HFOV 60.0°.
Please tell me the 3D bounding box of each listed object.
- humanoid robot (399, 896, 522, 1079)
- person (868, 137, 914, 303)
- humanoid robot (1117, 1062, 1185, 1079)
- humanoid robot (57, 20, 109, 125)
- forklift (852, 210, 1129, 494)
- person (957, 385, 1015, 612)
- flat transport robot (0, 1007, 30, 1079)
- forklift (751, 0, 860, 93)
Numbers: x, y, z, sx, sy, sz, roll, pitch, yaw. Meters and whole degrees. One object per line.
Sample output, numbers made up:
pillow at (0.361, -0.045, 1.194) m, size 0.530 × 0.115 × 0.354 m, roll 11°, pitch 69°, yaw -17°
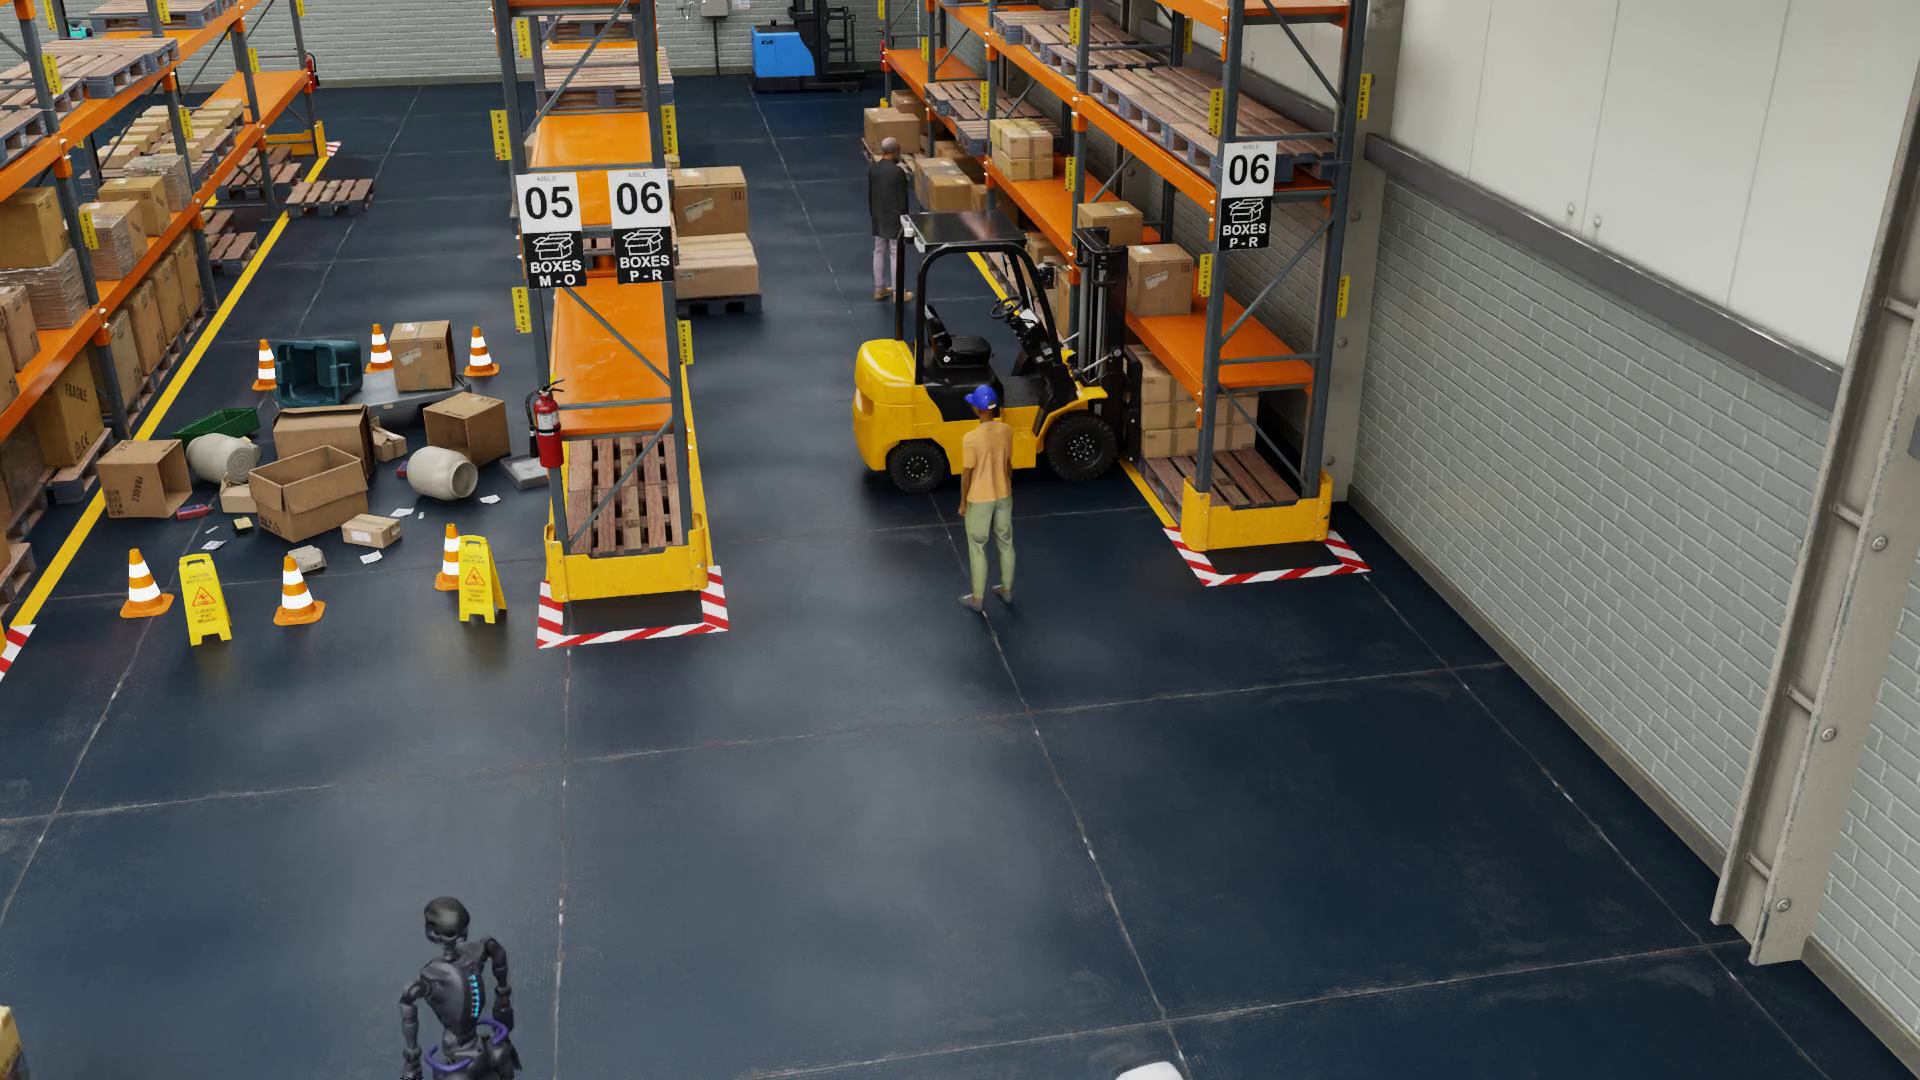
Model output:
humanoid robot at (-2.113, 2.207, 6.942) m, size 0.623 × 1.635 × 0.622 m, roll 16°, pitch 30°, yaw 30°
person at (-0.801, -3.621, 18.837) m, size 0.545 × 1.854 × 0.405 m, roll 19°, pitch 32°, yaw 35°
humanoid robot at (0.491, 2.503, 6.290) m, size 0.547 × 1.720 × 1.077 m, roll -14°, pitch 29°, yaw -27°
humanoid robot at (-14.416, -7.660, 27.512) m, size 0.543 × 1.879 × 0.756 m, roll -22°, pitch 33°, yaw -38°
forklift at (0.216, -1.659, 14.366) m, size 2.313 × 2.155 × 1.214 m, roll -5°, pitch 26°, yaw -10°
person at (0.175, -0.317, 12.127) m, size 0.438 × 1.710 × 0.390 m, roll -17°, pitch 30°, yaw -31°
flat transport robot at (-4.601, 2.865, 7.163) m, size 1.431 × 0.231 × 0.659 m, roll -8°, pitch 27°, yaw -16°
forklift at (-2.872, -9.679, 30.288) m, size 1.873 × 2.768 × 1.129 m, roll -5°, pitch 26°, yaw -10°
